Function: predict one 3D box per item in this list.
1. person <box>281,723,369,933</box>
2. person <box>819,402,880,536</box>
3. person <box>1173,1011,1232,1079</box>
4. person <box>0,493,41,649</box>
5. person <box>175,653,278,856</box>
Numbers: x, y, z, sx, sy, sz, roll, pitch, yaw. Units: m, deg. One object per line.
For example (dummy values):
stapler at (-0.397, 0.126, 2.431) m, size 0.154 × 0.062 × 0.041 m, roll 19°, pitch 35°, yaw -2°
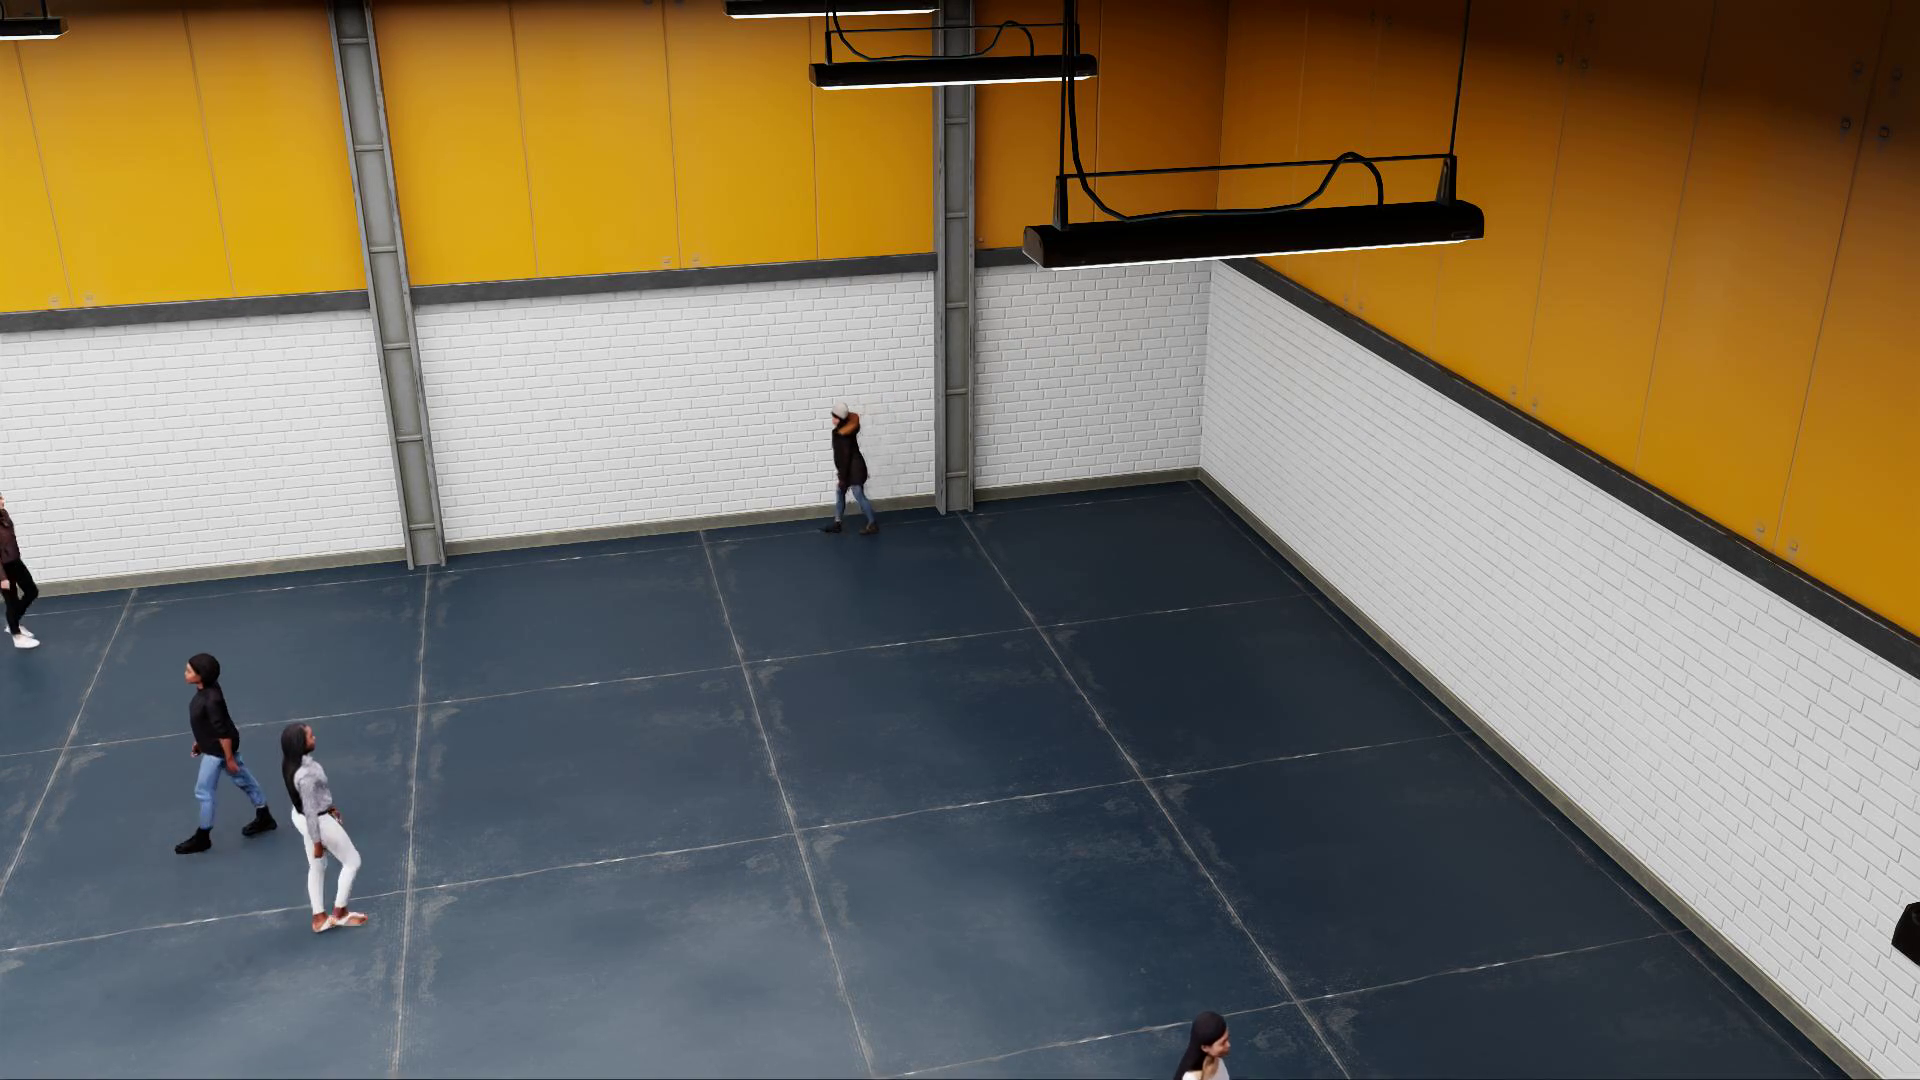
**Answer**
person at (-4.707, 2.092, 11.940) m, size 0.719 × 1.714 × 0.689 m, roll -15°, pitch 28°, yaw -31°
person at (-1.152, -0.796, 18.685) m, size 0.882 × 1.602 × 0.615 m, roll -4°, pitch 24°, yaw -9°
person at (1.214, 3.309, 9.137) m, size 1.226 × 1.729 × 1.084 m, roll 10°, pitch 25°, yaw 21°
person at (-9.324, 0.271, 16.131) m, size 0.678 × 1.692 × 0.694 m, roll 0°, pitch 24°, yaw -1°
person at (-5.692, 1.632, 13.038) m, size 1.014 × 1.676 × 0.690 m, roll -10°, pitch 25°, yaw -21°
